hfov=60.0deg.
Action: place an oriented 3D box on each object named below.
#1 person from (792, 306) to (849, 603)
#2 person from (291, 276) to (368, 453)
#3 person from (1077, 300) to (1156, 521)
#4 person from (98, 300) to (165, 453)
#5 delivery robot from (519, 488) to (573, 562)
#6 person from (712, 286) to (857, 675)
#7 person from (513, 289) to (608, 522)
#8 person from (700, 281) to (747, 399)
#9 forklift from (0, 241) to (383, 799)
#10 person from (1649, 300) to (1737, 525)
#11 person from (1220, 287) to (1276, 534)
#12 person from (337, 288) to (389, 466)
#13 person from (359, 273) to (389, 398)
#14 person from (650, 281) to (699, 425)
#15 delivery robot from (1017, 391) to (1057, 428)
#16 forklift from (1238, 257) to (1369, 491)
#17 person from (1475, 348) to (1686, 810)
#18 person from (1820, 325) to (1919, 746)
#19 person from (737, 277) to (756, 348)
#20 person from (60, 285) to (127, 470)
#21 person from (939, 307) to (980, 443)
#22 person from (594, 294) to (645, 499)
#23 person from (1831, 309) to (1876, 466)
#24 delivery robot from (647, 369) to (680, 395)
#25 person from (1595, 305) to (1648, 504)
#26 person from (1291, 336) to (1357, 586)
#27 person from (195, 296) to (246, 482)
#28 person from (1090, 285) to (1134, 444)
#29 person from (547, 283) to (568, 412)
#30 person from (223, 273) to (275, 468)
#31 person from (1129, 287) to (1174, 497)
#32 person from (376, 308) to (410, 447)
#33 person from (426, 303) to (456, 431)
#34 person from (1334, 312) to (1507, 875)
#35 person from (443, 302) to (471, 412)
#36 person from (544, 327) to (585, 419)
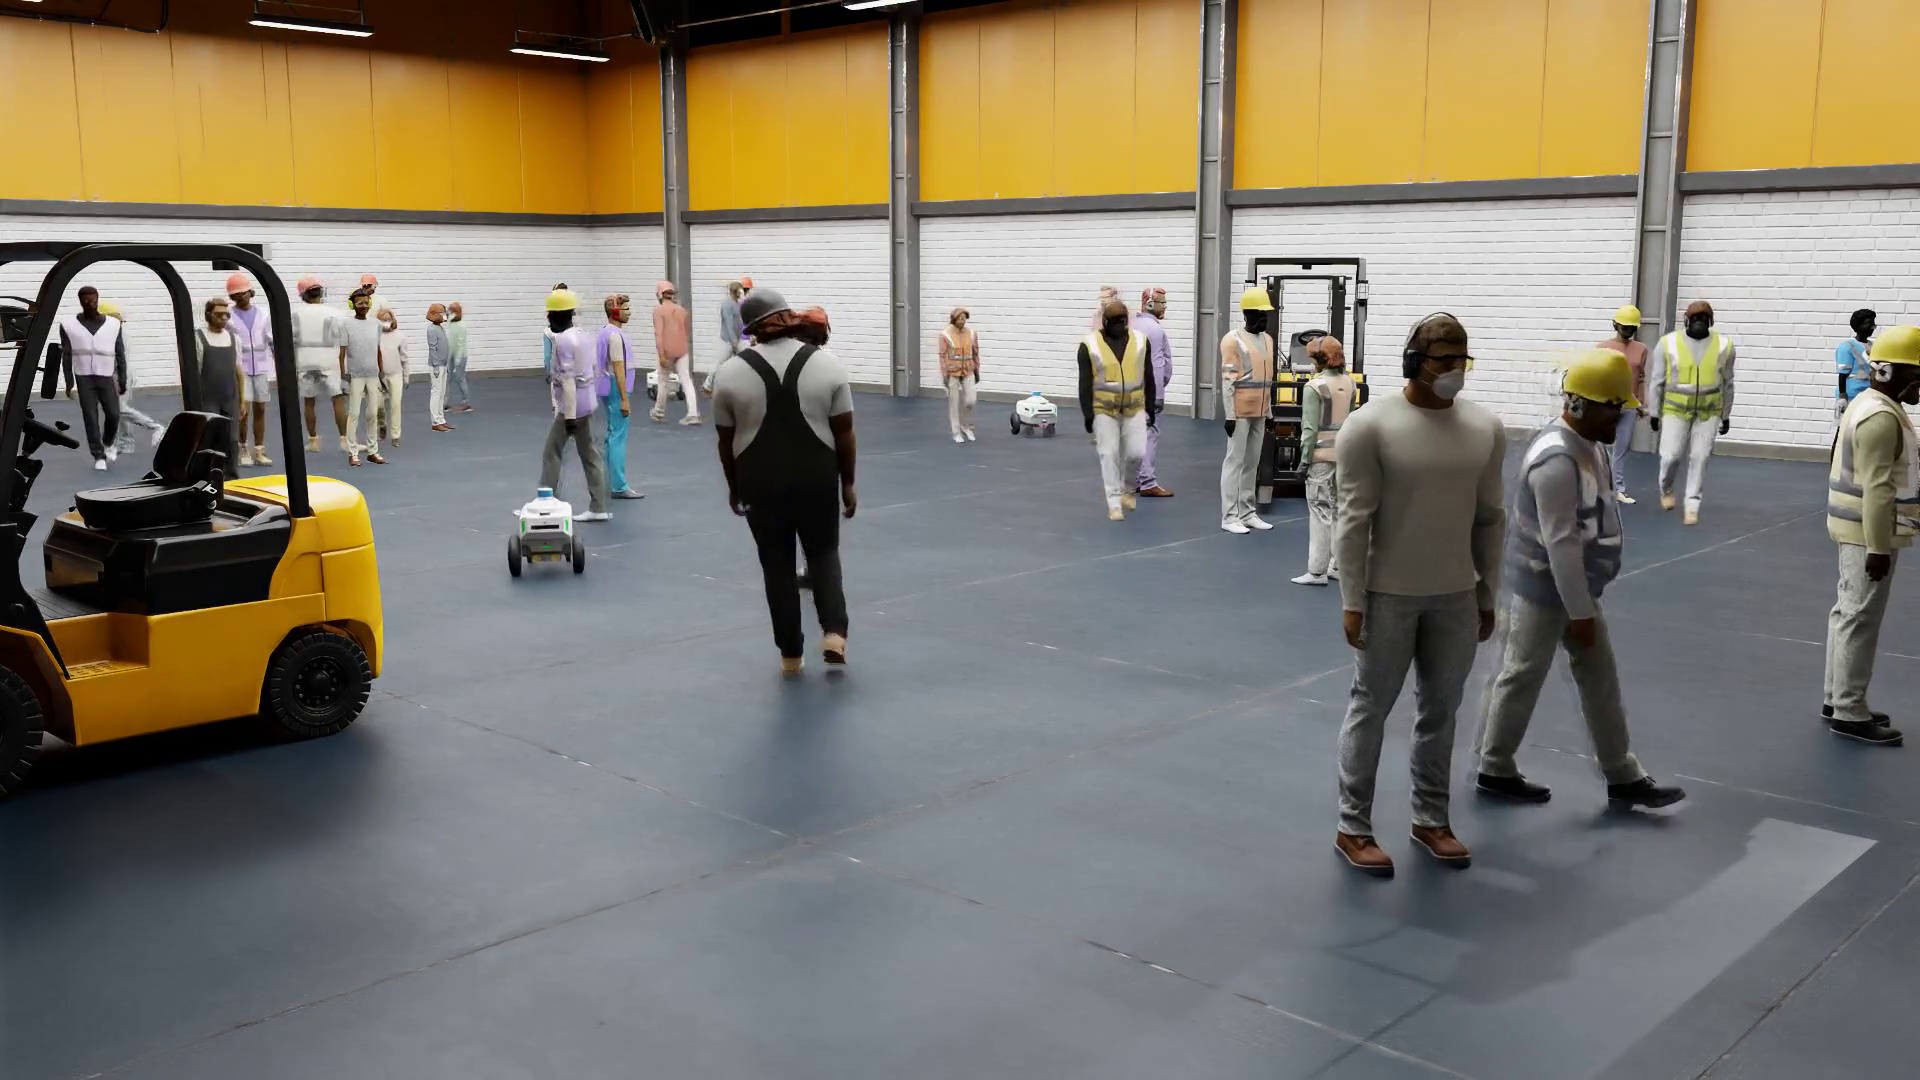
[{"bbox_3d":[-0.919,-0.536,10.394,0.424,1.846,0.734,-8,12,-39],"label":"person"},{"bbox_3d":[-7.143,-1.960,18.724,0.822,1.998,0.523,-1,9,-7],"label":"person"},{"bbox_3d":[1.289,-1.061,13.722,0.660,1.816,0.480,-1,9,-6],"label":"person"},{"bbox_3d":[-9.332,-1.816,18.612,0.583,1.722,0.506,-5,11,-30],"label":"person"},{"bbox_3d":[-2.851,-0.115,11.461,0.477,0.478,0.707,-2,10,-12],"label":"delivery robot"},{"bbox_3d":[-0.890,-0.321,8.479,0.715,2.000,0.545,-1,9,-6],"label":"person"},{"bbox_3d":[-3.278,-1.075,13.526,0.857,1.892,0.620,1,9,5],"label":"person"},{"bbox_3d":[-3.647,-3.148,26.290,1.025,1.894,0.636,3,10,20],"label":"person"},{"bbox_3d":[-3.706,-0.171,7.093,1.214,2.155,2.313,9,13,43],"label":"forklift"},{"bbox_3d":[5.965,-1.047,13.589,0.640,1.826,0.559,3,10,15],"label":"person"},{"bbox_3d":[2.283,-1.019,13.101,0.584,1.929,0.371,-9,13,-43],"label":"person"},{"bbox_3d":[-6.295,-1.716,17.559,0.313,1.869,0.528,8,12,41],"label":"person"},{"bbox_3d":[-9.392,-3.248,26.564,0.608,1.996,0.380,4,10,22],"label":"person"},{"bbox_3d":[-3.841,-2.485,22.198,0.609,1.915,1.068,-8,12,-41],"label":"person"},{"bbox_3d":[0.948,-1.603,20.595,0.477,0.478,0.707,-2,10,-14],"label":"delivery robot"},{"bbox_3d":[3.309,-1.629,16.029,1.214,2.155,2.313,2,9,11],"label":"forklift"},{"bbox_3d":[2.345,0.178,6.215,0.854,1.779,0.612,6,11,33],"label":"person"},{"bbox_3d":[4.045,-0.028,7.337,0.403,1.826,0.593,4,10,23],"label":"person"},{"bbox_3d":[-3.506,-3.319,27.170,0.369,1.939,0.542,-7,12,-38],"label":"person"},{"bbox_3d":[-8.971,-1.682,17.246,0.599,1.902,0.554,-6,11,-33],"label":"person"},{"bbox_3d":[-0.002,-1.956,19.769,0.532,1.615,0.408,-3,10,-19],"label":"person"},{"bbox_3d":[-3.107,-1.292,15.028,0.389,1.846,0.567,-4,10,-22],"label":"person"},{"bbox_3d":[8.517,-1.343,15.799,0.539,1.696,0.317,-5,10,-28],"label":"person"},{"bbox_3d":[-4.691,-2.534,26.302,0.477,0.478,0.707,-5,10,-28],"label":"delivery robot"},{"bbox_3d":[5.799,-1.181,14.627,0.526,1.758,0.340,-2,10,-13],"label":"person"},{"bbox_3d":[2.398,-0.514,10.895,0.511,1.639,0.308,-9,13,-43],"label":"person"},{"bbox_3d":[-6.627,-1.247,14.800,0.493,1.831,0.529,8,12,39],"label":"person"},{"bbox_3d":[1.825,-2.068,19.679,0.590,1.893,0.657,-9,13,-42],"label":"person"},{"bbox_3d":[-5.738,-2.774,24.045,0.319,1.871,0.532,5,11,28],"label":"person"},{"bbox_3d":[-7.376,-1.751,17.325,0.650,2.017,0.480,-9,13,-42],"label":"person"},{"bbox_3d":[1.738,-1.348,15.197,0.399,1.905,0.643,-2,10,-13],"label":"person"},{"bbox_3d":[-6.722,-1.919,19.537,0.514,1.616,0.586,-3,10,-19],"label":"person"},{"bbox_3d":[-6.656,-2.206,21.283,0.282,1.633,0.500,0,9,-2],"label":"person"},{"bbox_3d":[1.571,0.188,5.717,0.625,1.930,0.370,-2,10,-14],"label":"person"},{"bbox_3d":[-7.310,-2.630,23.967,0.568,1.591,0.637,6,11,33],"label":"person"},{"bbox_3d":[-4.723,-1.991,19.949,0.514,1.640,0.310,-2,10,-15],"label":"person"}]
